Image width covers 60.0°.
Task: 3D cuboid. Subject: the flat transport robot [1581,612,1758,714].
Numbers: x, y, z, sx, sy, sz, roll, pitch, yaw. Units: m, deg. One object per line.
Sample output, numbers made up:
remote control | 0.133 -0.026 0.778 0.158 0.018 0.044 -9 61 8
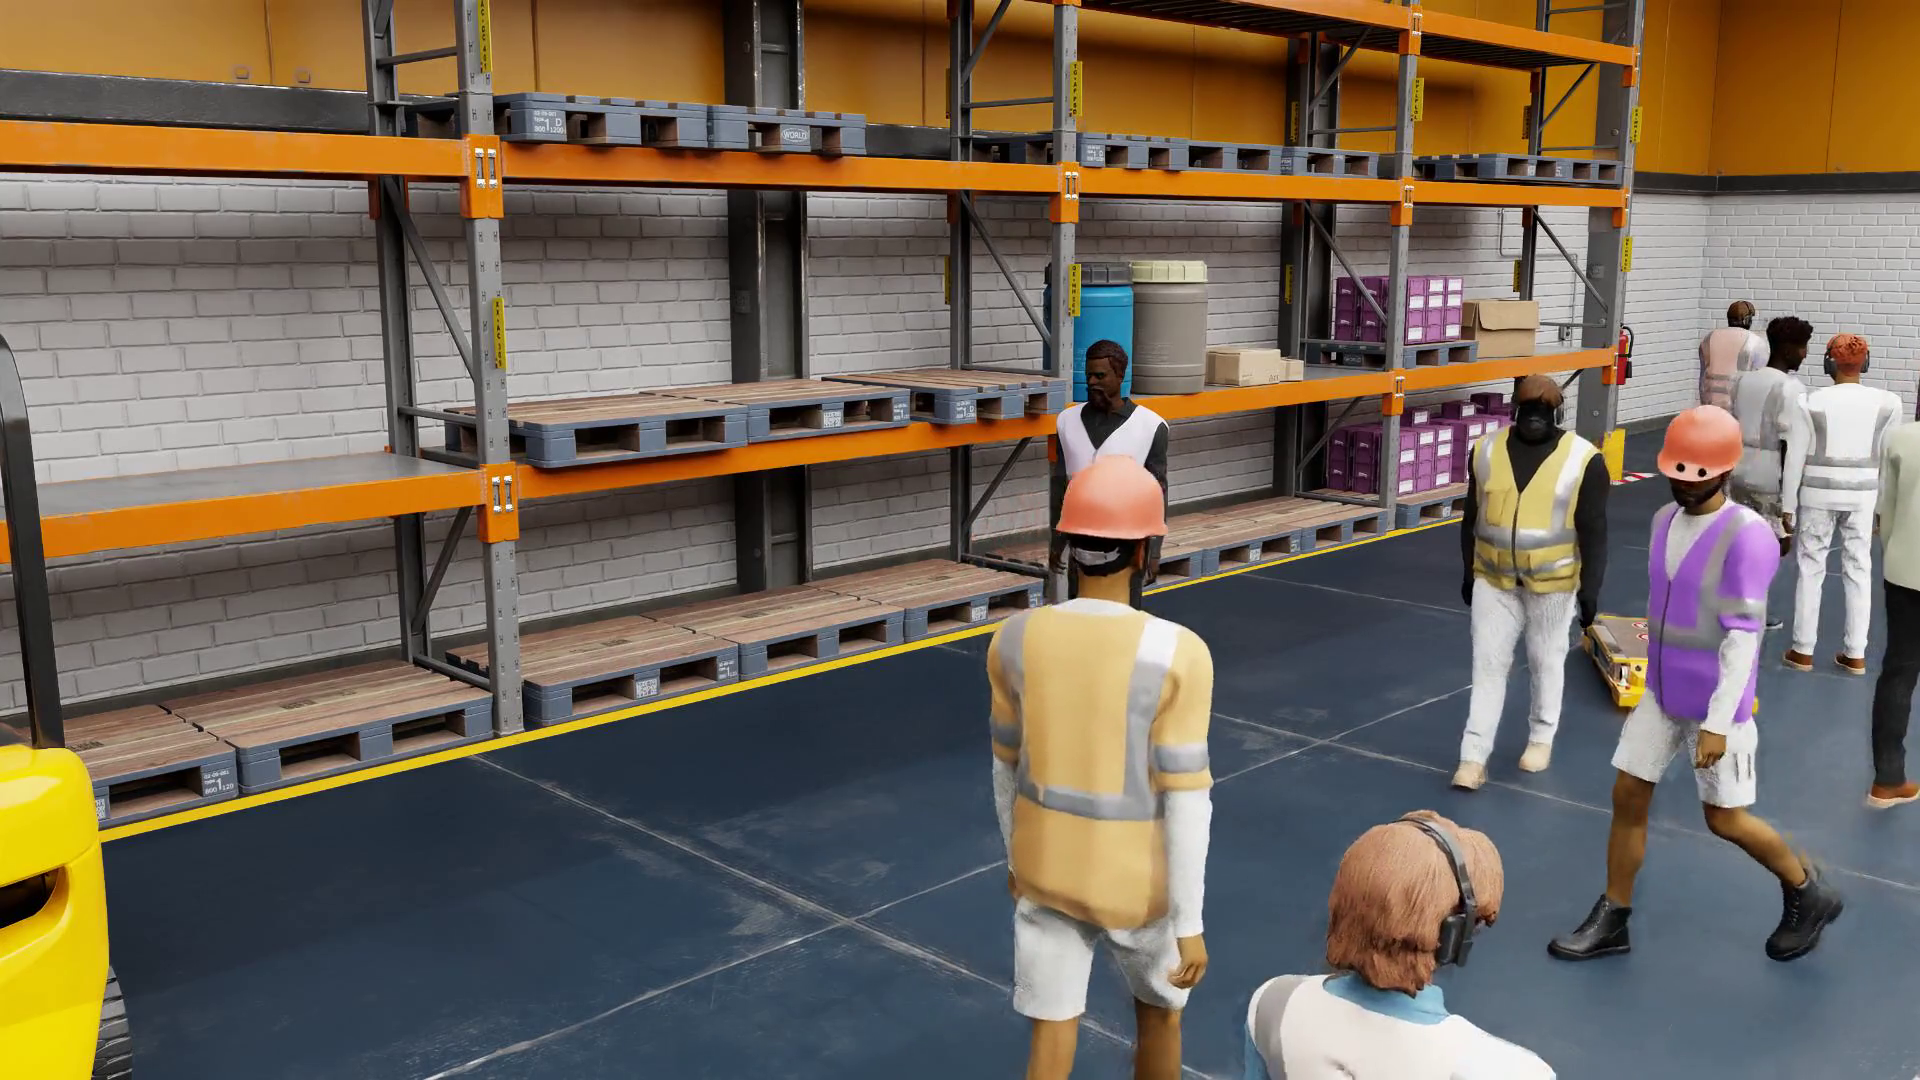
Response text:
flat transport robot | 3.798 0.640 8.985 0.652 0.197 1.431 2 11 13

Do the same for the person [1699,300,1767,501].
person | 6.869 -1.206 14.803 0.430 1.836 0.618 -7 13 -35

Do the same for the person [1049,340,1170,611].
person | 0.701 0.005 7.949 0.597 1.918 0.379 6 12 31

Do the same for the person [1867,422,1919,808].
person | 4.193 0.154 7.018 0.797 1.964 0.637 -7 13 -35

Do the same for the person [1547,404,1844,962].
person | 2.463 0.488 5.404 0.878 1.899 0.538 -3 11 -15

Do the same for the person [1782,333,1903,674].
person | 4.843 -0.197 9.188 0.575 1.876 0.340 3 11 14

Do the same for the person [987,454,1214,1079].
person | 0.372 0.748 3.912 0.578 1.908 0.808 6 12 28

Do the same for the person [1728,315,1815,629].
person | 4.758 -0.376 9.981 0.607 1.944 0.632 -2 11 -12

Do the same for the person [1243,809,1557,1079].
person | 0.567 1.183 2.400 0.833 1.598 0.498 -8 13 -36

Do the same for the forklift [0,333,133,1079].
forklift | -3.289 0.485 4.582 1.214 2.155 2.313 -10 14 -44

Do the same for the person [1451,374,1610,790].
person | 2.479 0.182 7.294 0.651 1.807 0.792 7 12 33
